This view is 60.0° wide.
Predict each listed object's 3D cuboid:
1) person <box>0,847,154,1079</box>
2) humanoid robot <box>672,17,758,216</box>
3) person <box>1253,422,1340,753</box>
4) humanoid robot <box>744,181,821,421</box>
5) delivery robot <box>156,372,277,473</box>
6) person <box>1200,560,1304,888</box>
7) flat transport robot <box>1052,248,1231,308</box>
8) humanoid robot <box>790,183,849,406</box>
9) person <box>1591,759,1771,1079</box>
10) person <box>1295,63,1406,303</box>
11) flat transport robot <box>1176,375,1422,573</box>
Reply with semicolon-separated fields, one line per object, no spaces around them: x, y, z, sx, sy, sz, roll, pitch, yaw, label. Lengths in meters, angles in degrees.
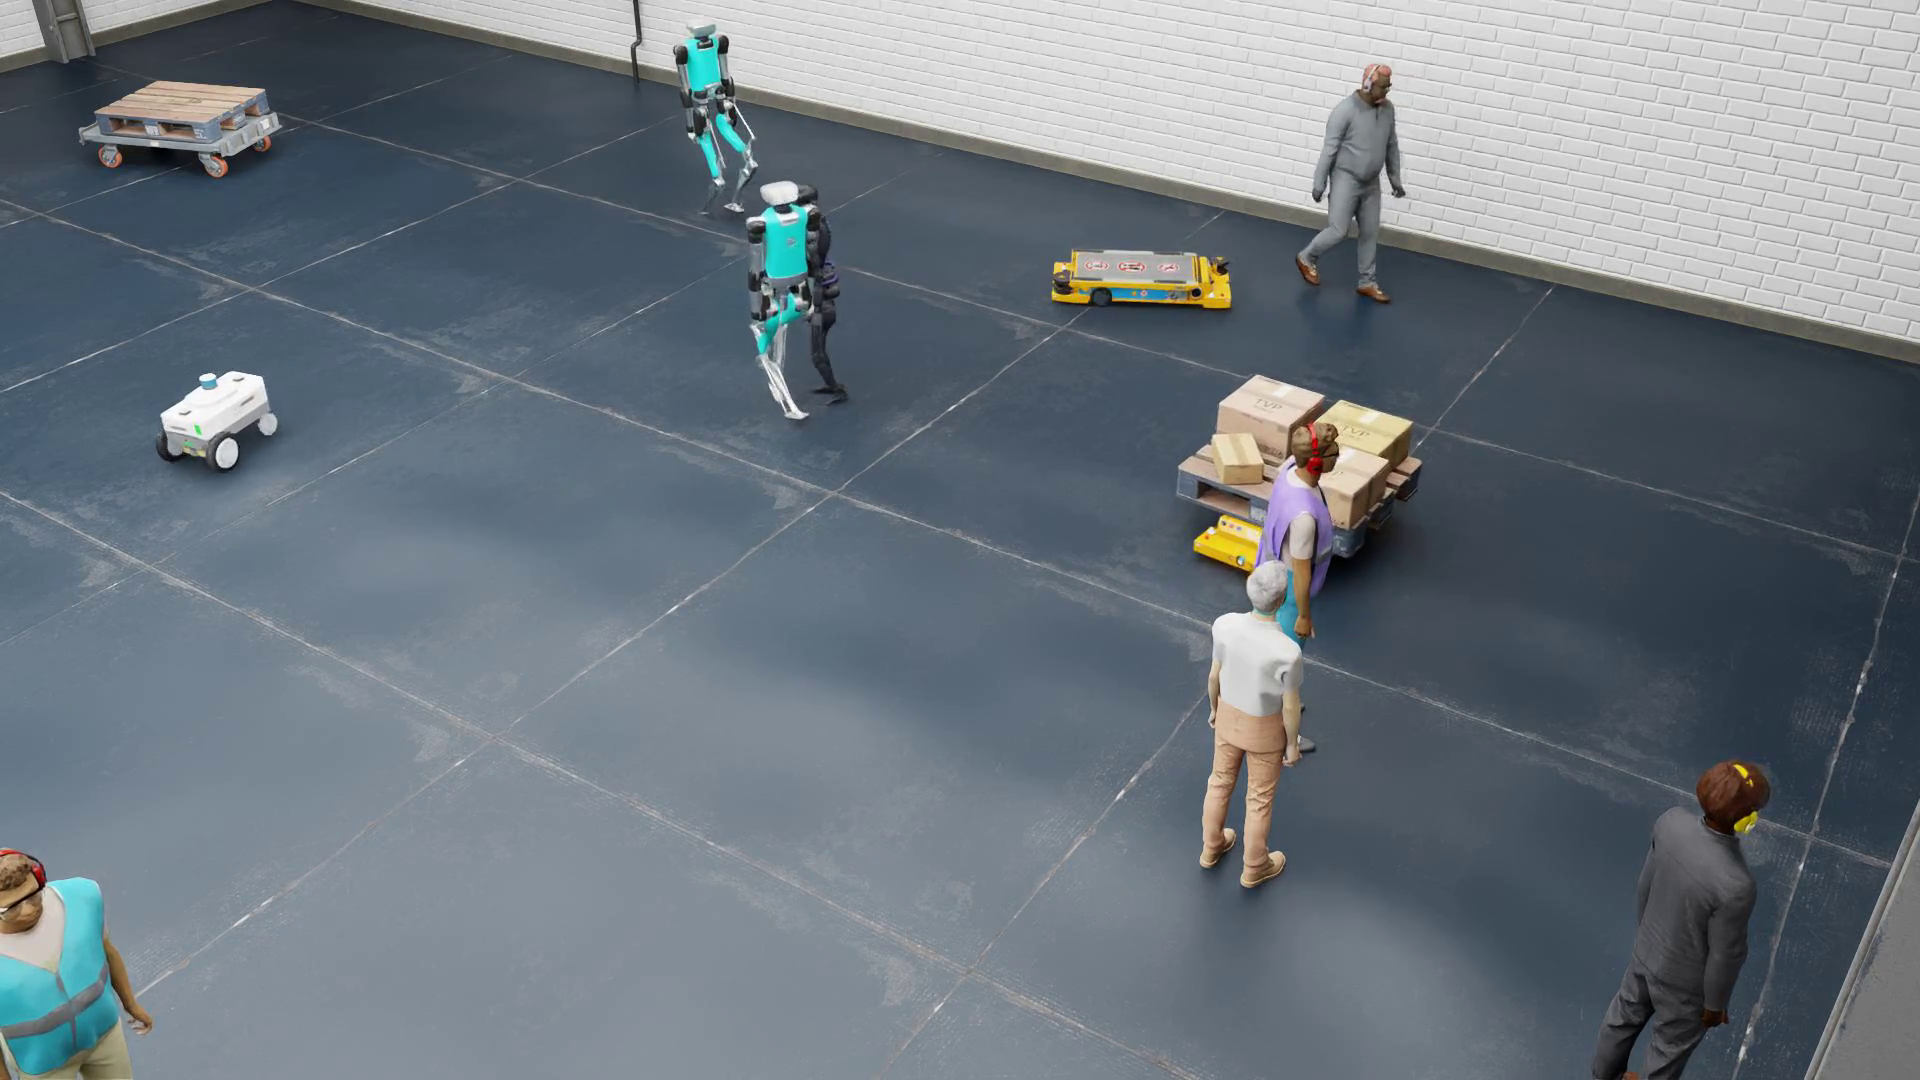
-3.212;1.805;5.989;0.397;1.846;0.563;18;37;26;person
-2.070;-3.601;14.527;0.540;1.803;0.799;-25;40;-33;humanoid robot
1.682;0.232;8.433;0.390;1.849;0.564;1;33;1;person
-1.280;-1.693;11.530;0.539;1.762;0.916;-17;37;-25;humanoid robot
-5.052;-0.819;11.282;0.499;0.612;0.796;11;34;17;delivery robot
1.339;0.839;7.581;0.478;1.749;0.319;24;40;33;person
1.477;-2.129;13.569;1.431;0.231;0.659;3;33;4;flat transport robot
-0.991;-1.717;11.645;0.353;1.645;0.615;-5;33;-8;humanoid robot
2.731;1.591;6.296;0.356;1.876;0.495;-10;34;-15;person
3.165;-2.829;13.171;0.692;1.875;0.815;-22;39;-30;person
2.129;-0.201;10.569;0.659;0.231;1.431;22;39;30;flat transport robot
